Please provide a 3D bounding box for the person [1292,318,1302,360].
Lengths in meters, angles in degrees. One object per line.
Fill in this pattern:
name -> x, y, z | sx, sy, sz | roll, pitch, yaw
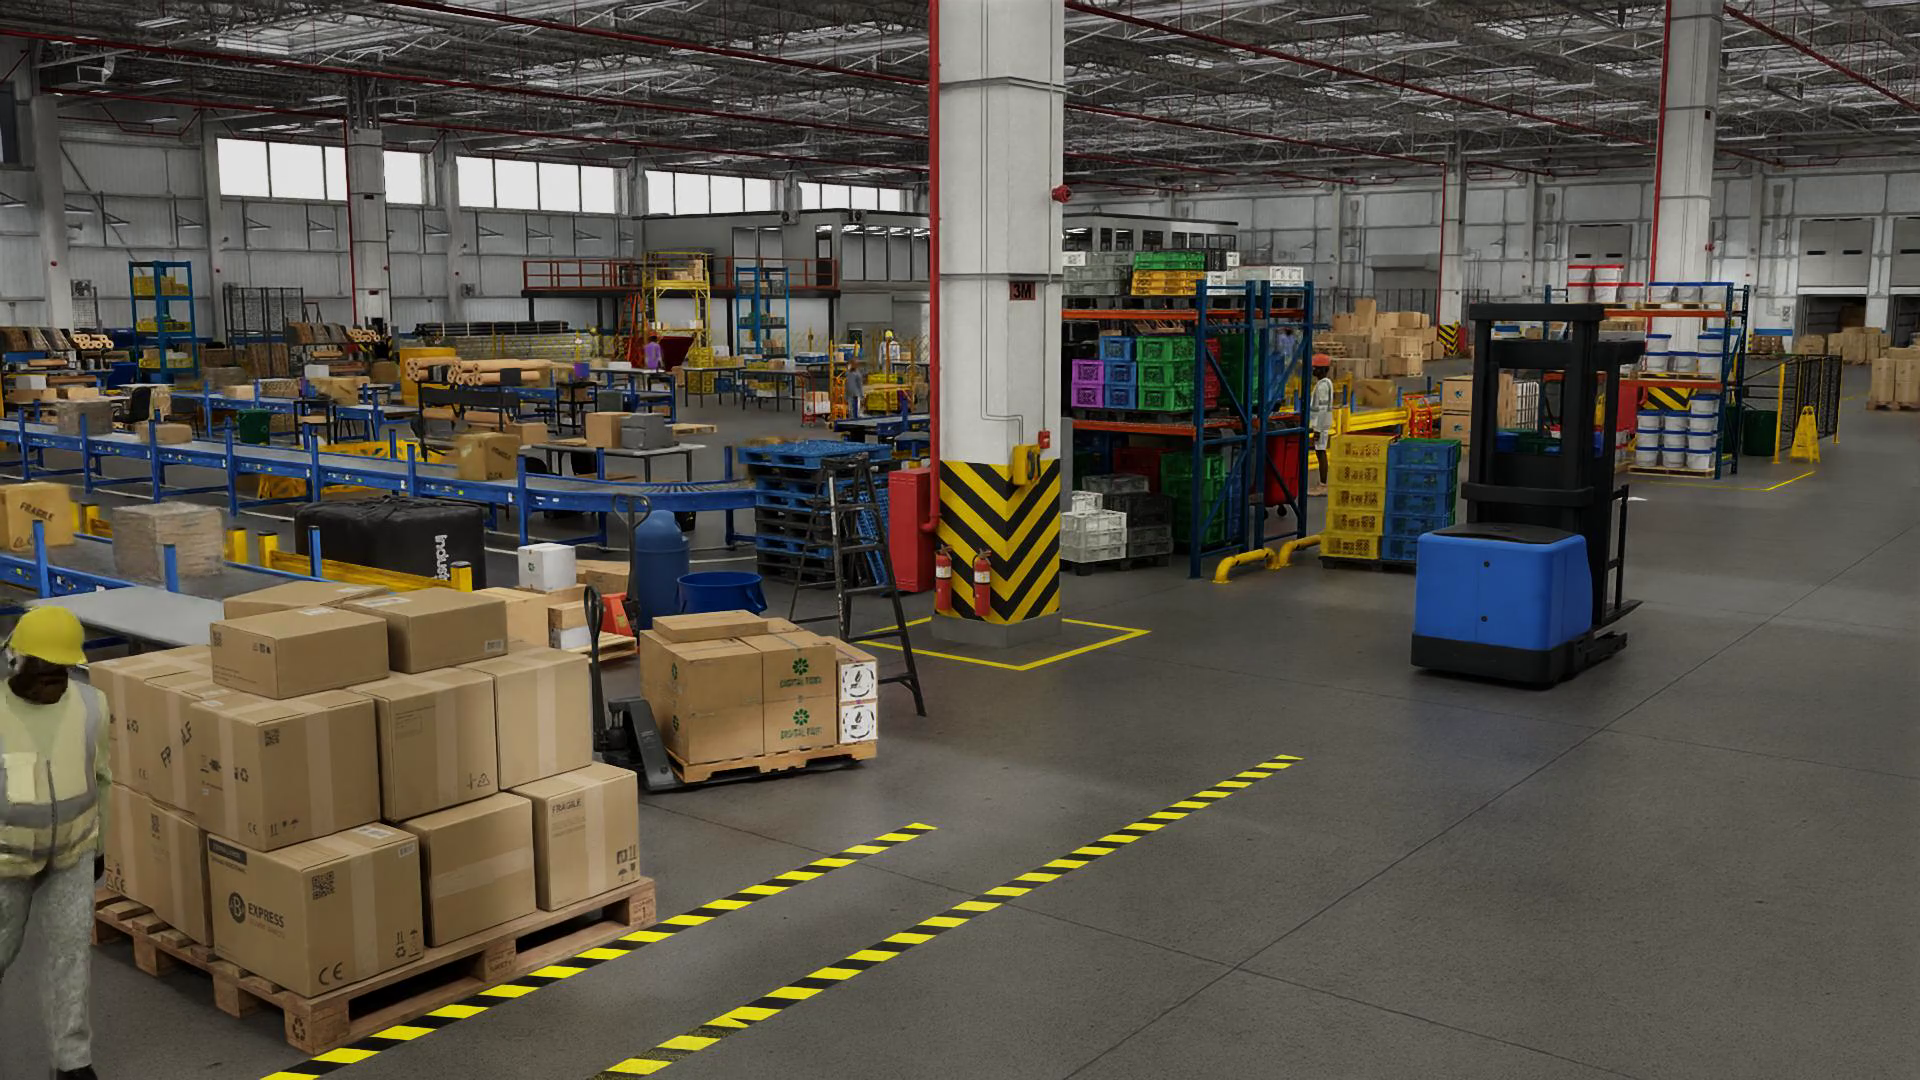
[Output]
person -> 13.773, -8.088, 67.734 | 0.590, 1.902, 0.584 | 5, 10, 32

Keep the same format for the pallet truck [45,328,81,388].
pallet truck -> -23.775, -4.544, 43.495 | 1.885, 1.965, 0.823 | 6, 10, 35

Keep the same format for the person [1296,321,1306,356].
person -> 12.354, -7.003, 60.456 | 1.003, 1.882, 0.552 | 2, 9, 15

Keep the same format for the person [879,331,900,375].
person -> -2.028, -5.070, 47.591 | 0.601, 1.830, 0.404 | 1, 8, 5

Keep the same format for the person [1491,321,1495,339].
person -> 20.022, -7.369, 62.913 | 0.357, 1.885, 0.573 | -3, 9, -21

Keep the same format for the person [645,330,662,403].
person -> -8.022, -4.551, 43.749 | 0.551, 1.932, 0.378 | 7, 11, 39

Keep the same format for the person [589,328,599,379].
person -> -12.462, -6.361, 56.641 | 0.344, 1.729, 0.489 | -1, 9, -8

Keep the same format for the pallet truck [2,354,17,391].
pallet truck -> -24.881, -4.417, 42.634 | 1.885, 1.965, 0.823 | 8, 11, 41

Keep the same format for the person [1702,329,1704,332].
person -> 24.638, -6.395, 55.826 | 0.539, 2.000, 0.688 | -2, 9, -15

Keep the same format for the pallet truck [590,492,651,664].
pallet truck -> -3.115, 0.344, 12.883 | 0.653, 1.274, 1.630 | 7, 11, 37

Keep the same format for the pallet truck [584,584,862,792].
pallet truck -> -1.426, 0.805, 10.019 | 1.601, 1.201, 0.680 | -4, 9, -26

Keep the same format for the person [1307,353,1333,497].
person -> 5.120, -1.633, 23.700 | 0.369, 2.048, 0.607 | 2, 9, 14

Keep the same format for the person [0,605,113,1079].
person -> -3.419, 1.112, 6.091 | 0.802, 1.788, 0.616 | 7, 11, 41

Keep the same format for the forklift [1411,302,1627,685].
forklift -> 4.379, -0.438, 12.852 | 1.129, 2.768, 1.873 | 7, 11, 37

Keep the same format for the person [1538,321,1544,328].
person -> 24.782, -8.502, 70.542 | 0.596, 1.902, 1.022 | 2, 9, 10

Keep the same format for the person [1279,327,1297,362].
person -> 10.555, -5.965, 53.360 | 0.558, 1.917, 0.607 | -5, 10, -31

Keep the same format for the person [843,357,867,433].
person -> -2.100, -2.927, 33.895 | 0.608, 1.605, 0.489 | -6, 10, -35

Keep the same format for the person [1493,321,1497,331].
person -> 25.811, -9.893, 80.144 | 0.961, 1.817, 0.551 | 2, 9, 10

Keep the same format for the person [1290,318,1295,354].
person -> 15.506, -9.532, 77.729 | 0.518, 1.821, 0.792 | 2, 9, 16
